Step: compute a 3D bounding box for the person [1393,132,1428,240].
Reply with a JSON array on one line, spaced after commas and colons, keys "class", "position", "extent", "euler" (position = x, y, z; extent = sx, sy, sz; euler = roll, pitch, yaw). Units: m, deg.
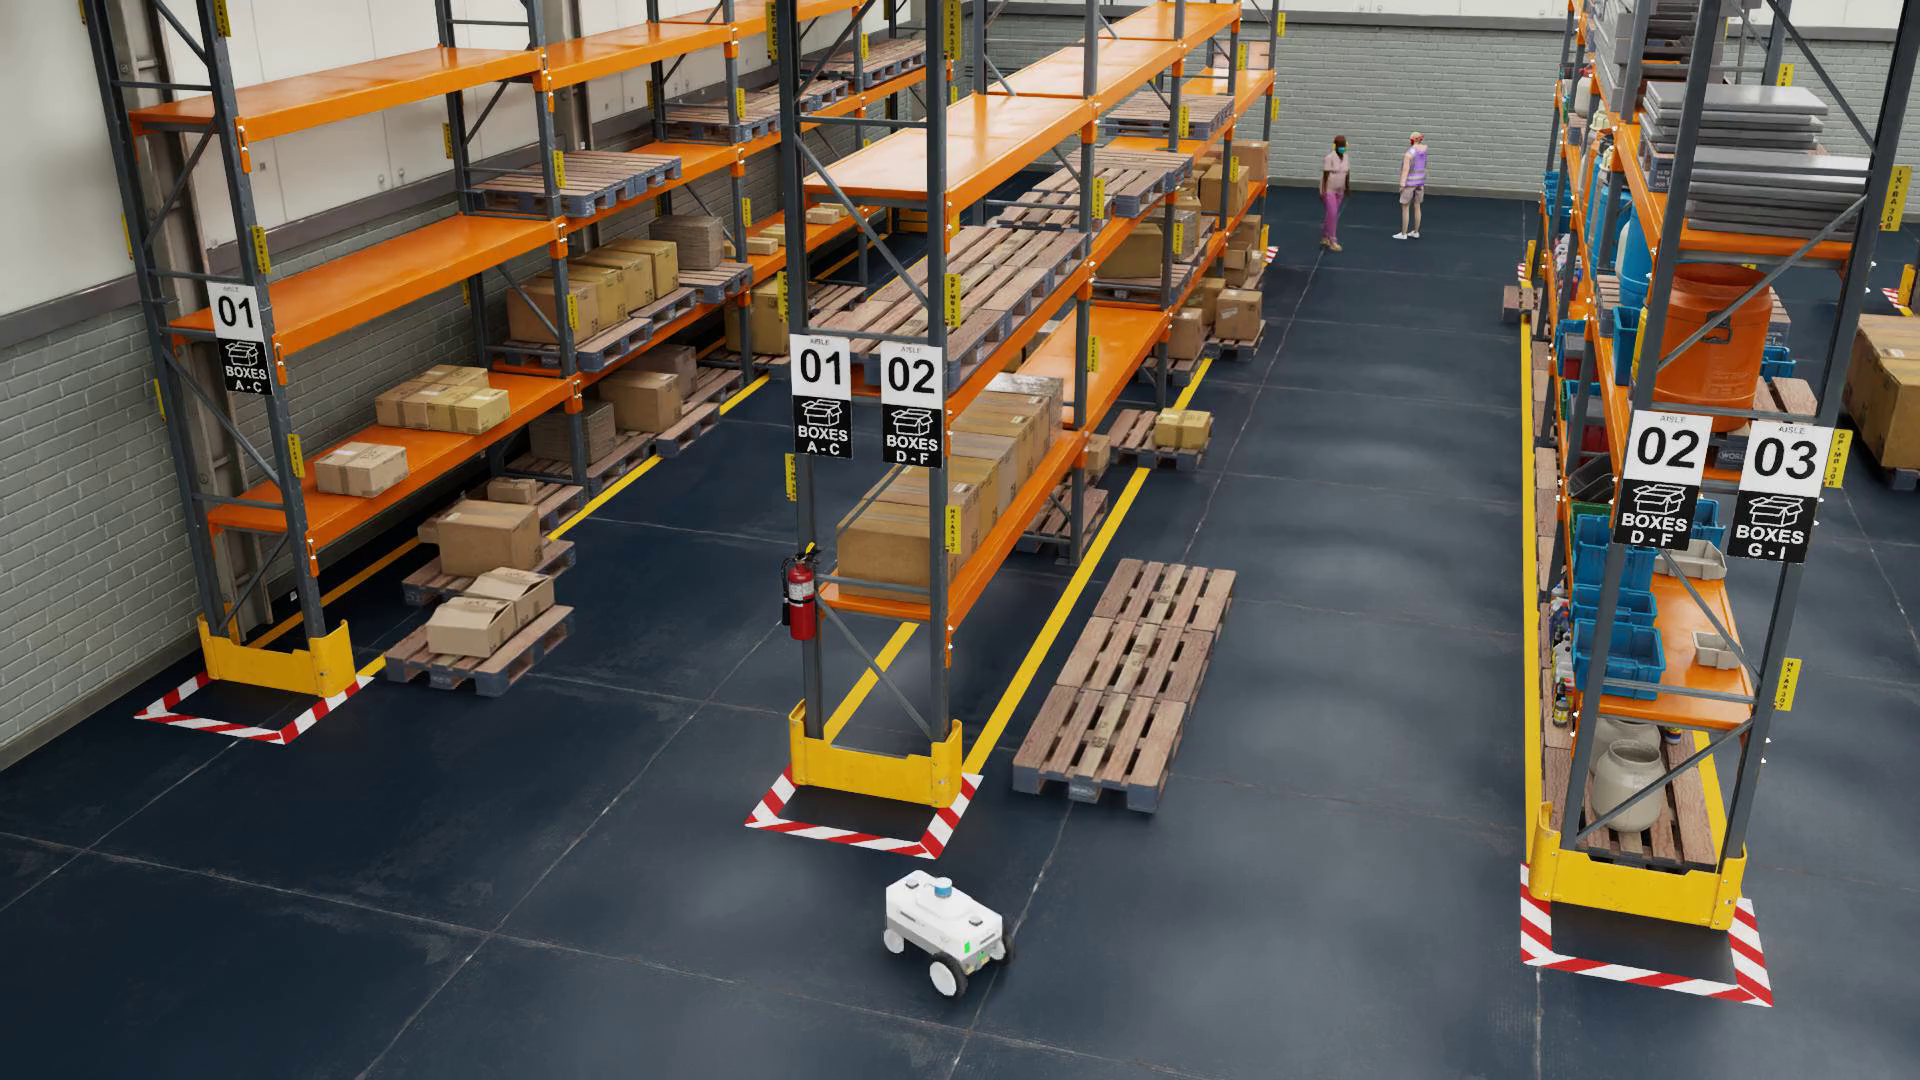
[{"class": "person", "position": [7.181, -5.620, 26.414], "extent": [0.492, 1.688, 0.348], "euler": [-13, 27, -28]}]

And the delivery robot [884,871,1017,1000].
[{"class": "delivery robot", "position": [-0.075, 2.249, 9.618], "extent": [0.796, 0.612, 0.499], "euler": [21, 31, 40]}]

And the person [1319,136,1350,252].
[{"class": "person", "position": [5.818, -5.363, 25.720], "extent": [0.609, 1.754, 0.791], "euler": [-13, 26, -27]}]
